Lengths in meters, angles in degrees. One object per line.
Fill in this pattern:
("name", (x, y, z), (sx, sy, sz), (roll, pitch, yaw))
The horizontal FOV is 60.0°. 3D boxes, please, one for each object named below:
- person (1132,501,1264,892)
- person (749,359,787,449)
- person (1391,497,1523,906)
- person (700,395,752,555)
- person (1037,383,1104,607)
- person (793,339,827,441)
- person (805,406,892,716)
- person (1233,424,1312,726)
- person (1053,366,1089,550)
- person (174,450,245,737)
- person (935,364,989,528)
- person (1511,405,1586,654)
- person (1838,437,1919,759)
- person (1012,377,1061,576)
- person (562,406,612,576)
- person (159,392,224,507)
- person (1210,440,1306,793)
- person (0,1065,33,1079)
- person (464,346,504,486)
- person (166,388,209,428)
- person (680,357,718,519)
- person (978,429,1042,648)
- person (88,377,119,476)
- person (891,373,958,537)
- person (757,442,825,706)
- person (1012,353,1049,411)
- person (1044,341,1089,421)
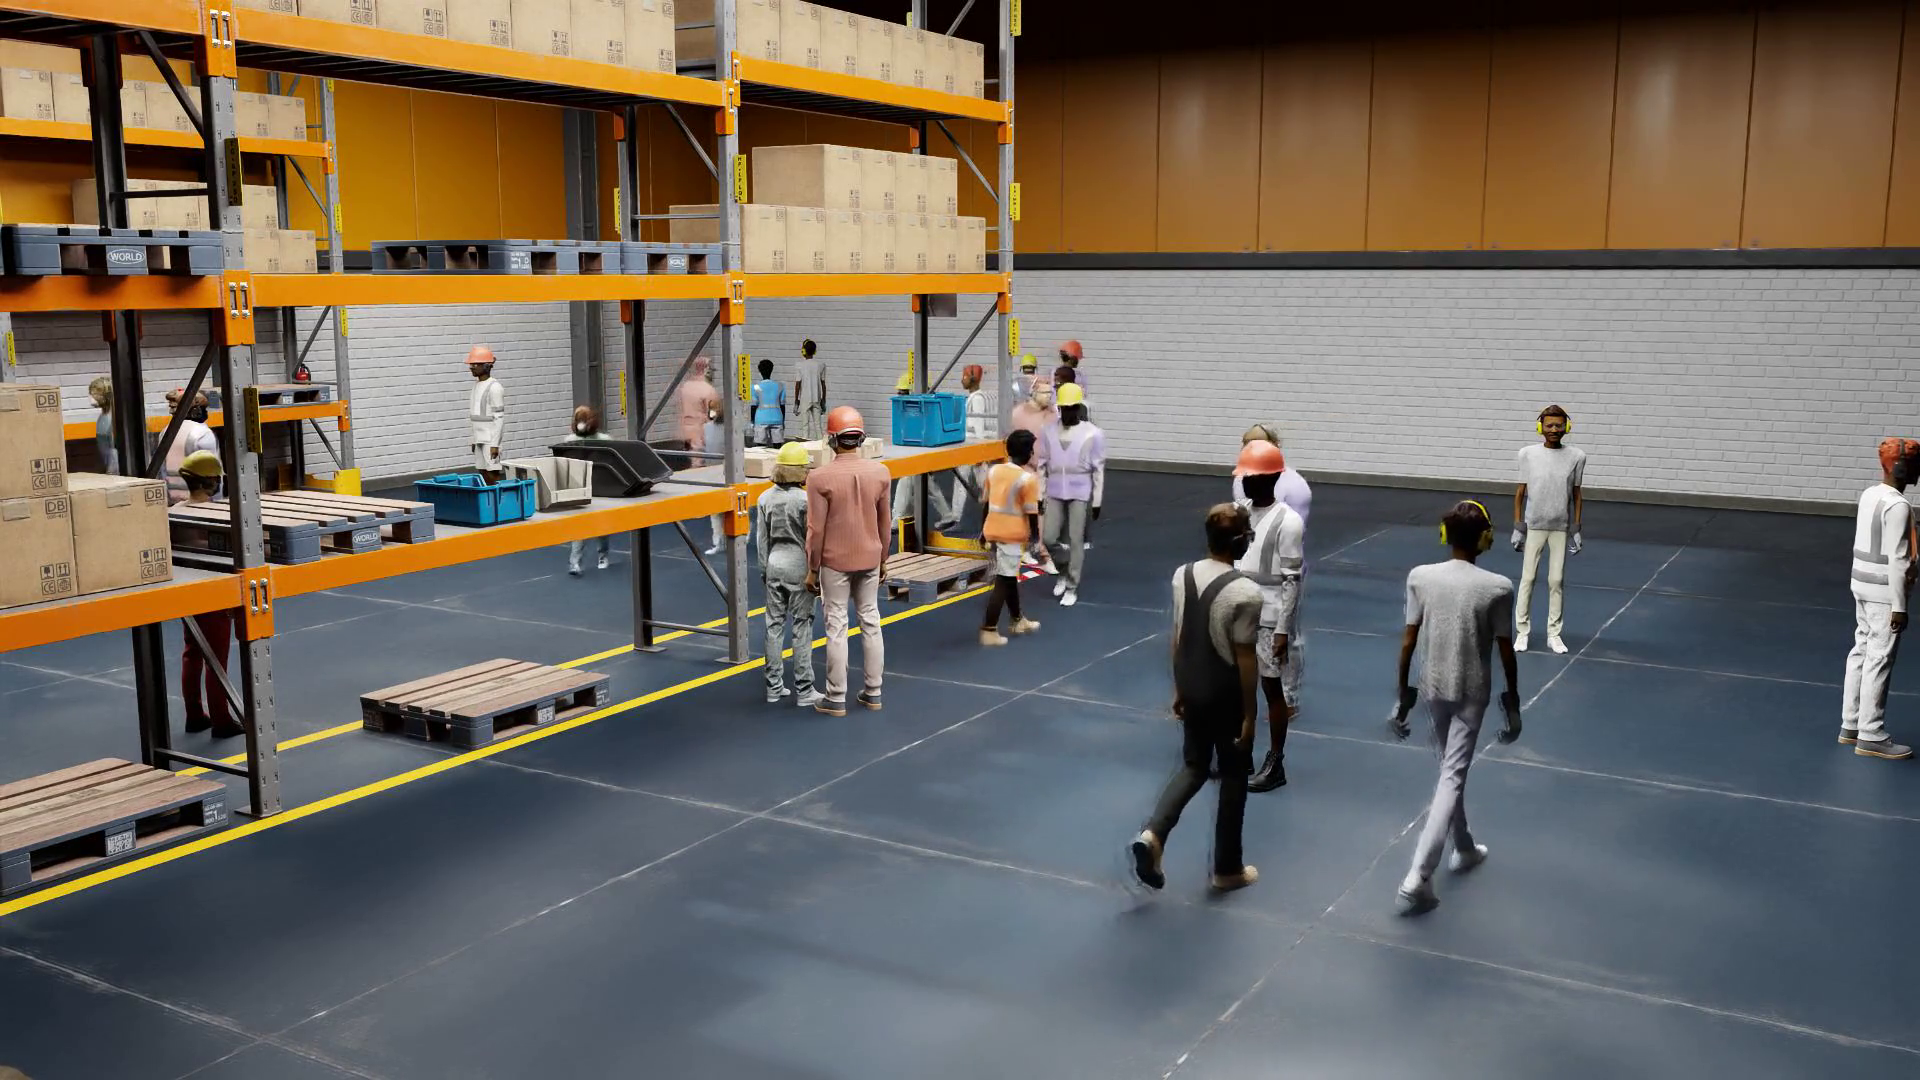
("person", (1.097, 0.734, 7.508), (0.654, 1.828, 0.531), (-8, 12, -42))
("person", (-2.573, -1.570, 22.279), (0.537, 1.698, 0.320), (-5, 10, -28))
("person", (2.258, 0.721, 7.608), (0.540, 1.831, 0.964), (8, 12, 41))
("person", (-2.397, -0.666, 16.899), (0.504, 1.620, 0.477), (6, 11, 34))
("person", (0.932, -0.392, 14.241), (0.604, 1.916, 0.421), (4, 10, 23))
("person", (-2.220, -2.022, 24.571), (0.514, 1.874, 0.328), (-5, 10, -26))
("person", (-0.721, 0.136, 10.715), (0.612, 1.995, 0.376), (-6, 11, -32))
("person", (1.868, 0.243, 10.332), (0.743, 1.909, 0.650), (-8, 12, -42))
("person", (1.013, -0.818, 16.967), (0.765, 1.890, 0.625), (-3, 10, -18))
("person", (-4.621, 0.327, 10.241), (0.535, 1.766, 0.321), (6, 11, 32))
("person", (0.221, -1.034, 18.491), (0.932, 1.851, 0.587), (0, 9, 1))
("person", (4.402, -0.081, 12.457), (0.513, 1.872, 0.328), (1, 9, 9))
("person", (5.456, 0.334, 9.820), (0.341, 1.882, 0.586), (2, 9, 10))
("person", (0.772, -0.633, 15.945), (0.654, 1.862, 0.902), (-7, 12, -39))
("person", (-3.512, -0.467, 15.743), (0.509, 1.588, 0.825), (-1, 9, -4))
("person", (-6.501, -0.344, 14.185), (0.627, 1.843, 0.429), (5, 10, 27))
("person", (1.632, 0.412, 9.168), (0.353, 1.939, 0.544), (-6, 11, -33))
("person", (-1.176, 1.553, 2.048), (0.373, 1.940, 0.629), (-4, 10, -24))
("person", (-5.242, -1.113, 18.360), (0.371, 2.044, 0.607), (-8, 12, -40))
("person", (-6.743, -0.418, 14.663), (0.390, 1.838, 0.562), (-9, 13, -43))
("person", (-2.902, -1.190, 19.410), (0.968, 1.859, 0.678), (-6, 11, -35))
("person", (0.452, -0.021, 12.703), (0.755, 1.660, 0.545), (-6, 11, -34))
("person", (-7.834, -0.537, 15.254), (0.633, 1.890, 0.981), (9, 12, 43))
("person", (-0.439, -0.919, 17.981), (0.944, 1.787, 0.570), (-2, 9, -10))
("person", (-1.101, 0.220, 10.981), (0.492, 1.741, 0.319), (5, 11, 30))
("person", (0.891, -1.516, 21.584), (0.627, 1.807, 0.704), (0, 9, 1))
("person", (1.366, -1.482, 20.819), (0.636, 1.992, 0.975), (7, 12, 38))
